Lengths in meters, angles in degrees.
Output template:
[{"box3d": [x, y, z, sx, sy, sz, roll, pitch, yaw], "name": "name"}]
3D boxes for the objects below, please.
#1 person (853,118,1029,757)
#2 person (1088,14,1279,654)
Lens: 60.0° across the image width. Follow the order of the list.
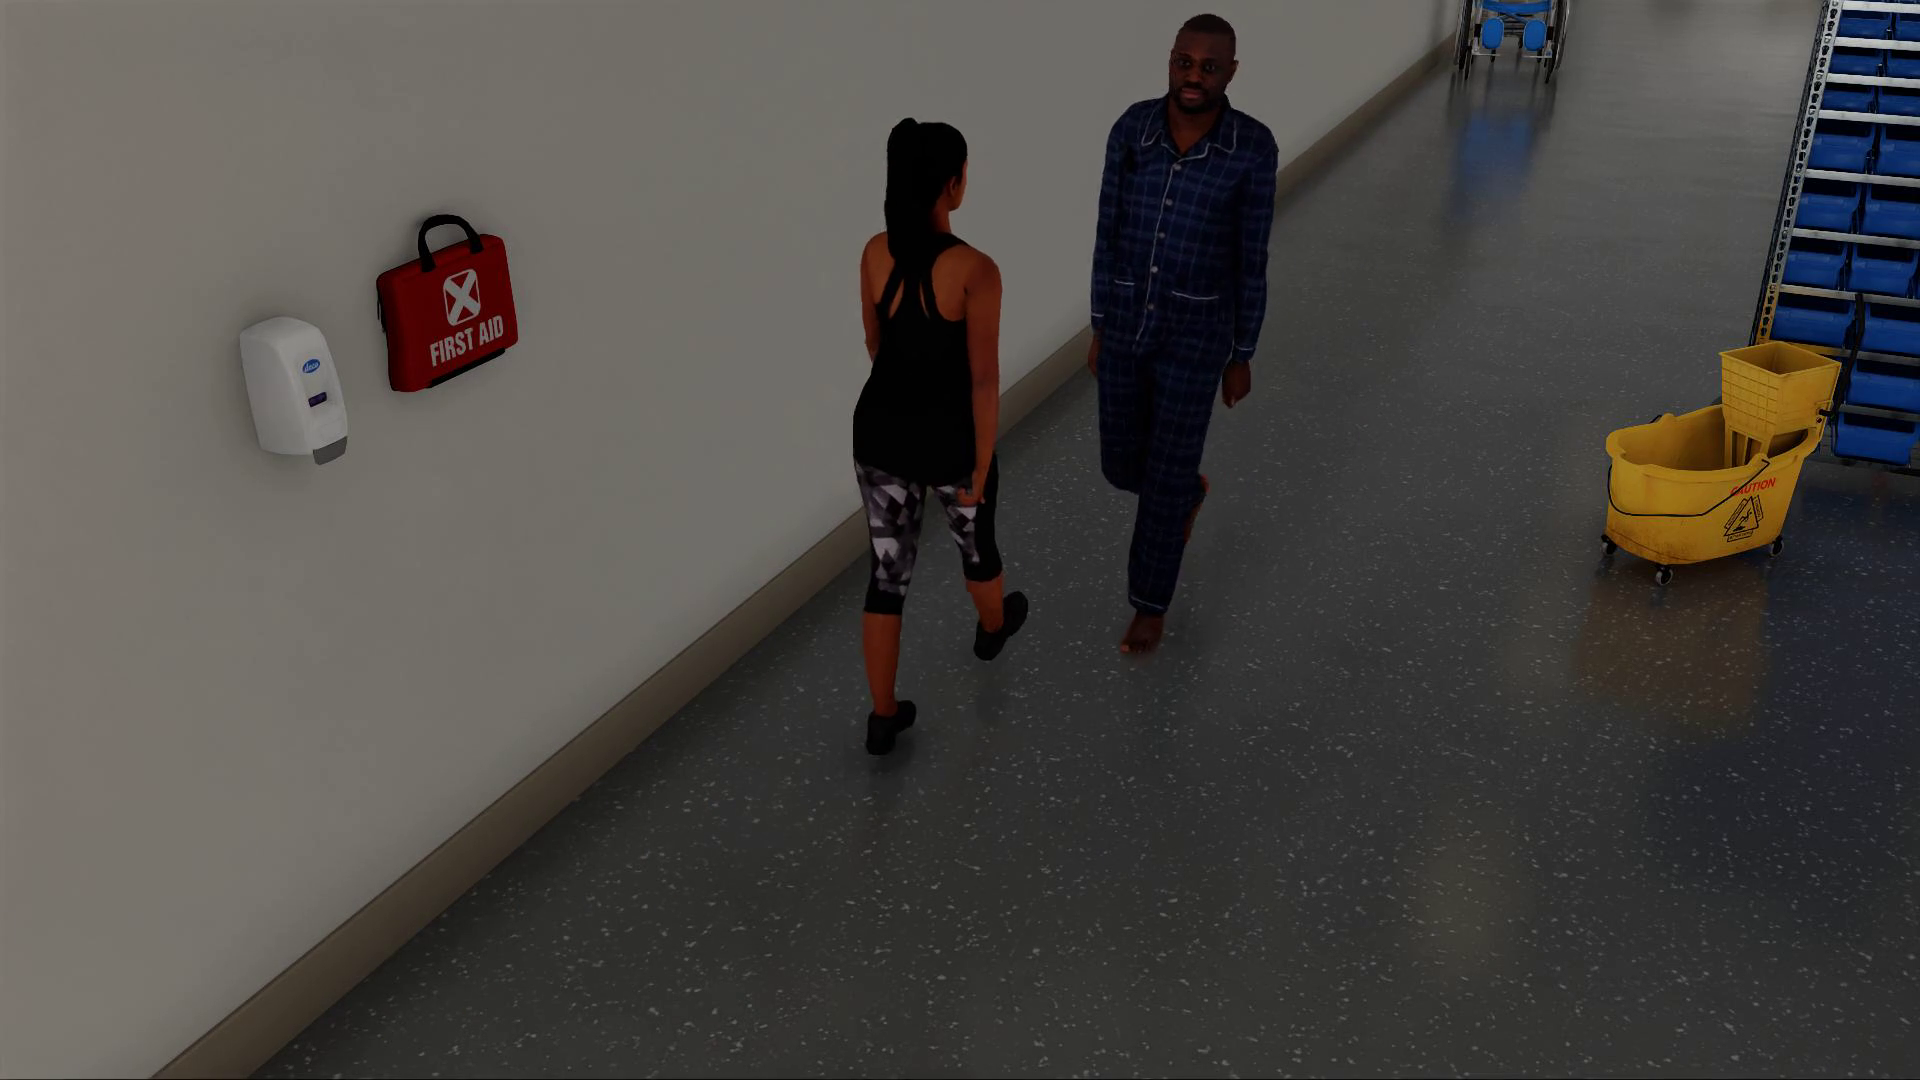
[{"box3d": [-0.137, -0.213, 4.233, 0.959, 1.624, 0.642, 11, 28, 21], "name": "person"}, {"box3d": [0.636, -0.598, 4.826, 0.853, 1.802, 0.758, 13, 29, 26], "name": "person"}]
